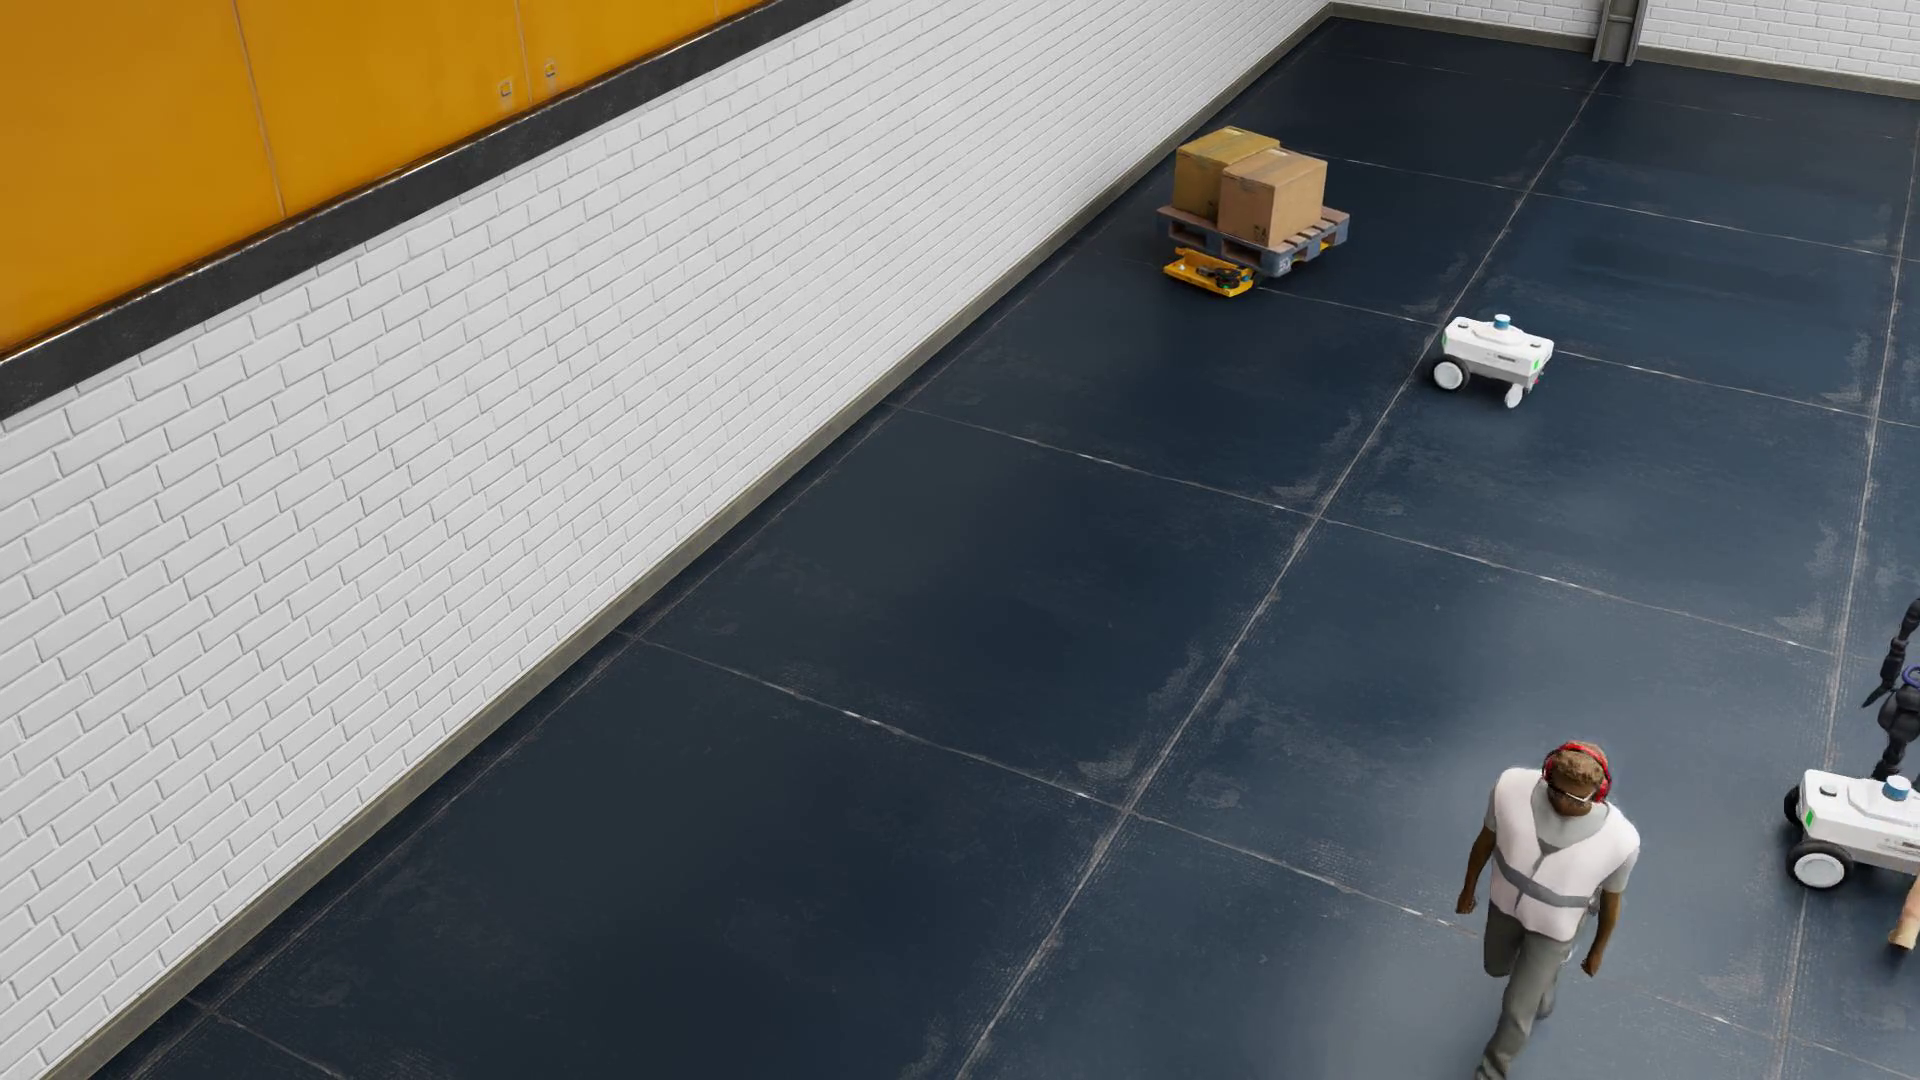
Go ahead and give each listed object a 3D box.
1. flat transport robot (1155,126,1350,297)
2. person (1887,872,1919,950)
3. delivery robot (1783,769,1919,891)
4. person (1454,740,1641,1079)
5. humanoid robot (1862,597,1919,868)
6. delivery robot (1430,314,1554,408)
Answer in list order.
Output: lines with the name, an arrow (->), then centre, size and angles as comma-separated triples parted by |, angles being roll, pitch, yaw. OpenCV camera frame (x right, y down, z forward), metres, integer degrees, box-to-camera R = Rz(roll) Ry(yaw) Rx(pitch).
flat transport robot -> 2.347, -2.350, 13.474 | 0.659, 0.231, 1.431 | 28, 43, 35
person -> 4.371, 1.142, 6.978 | 0.439, 1.720, 0.532 | -26, 42, -33
delivery robot -> 4.251, 1.340, 7.720 | 0.773, 0.586, 0.499 | 12, 36, 17
person -> 2.277, 1.412, 6.495 | 0.587, 1.809, 0.798 | 28, 43, 34
humanoid robot -> 4.451, 0.770, 7.581 | 0.587, 1.642, 0.586 | 29, 43, 36
delivery robot -> 3.712, -1.290, 11.646 | 0.772, 0.600, 0.525 | 21, 39, 28
